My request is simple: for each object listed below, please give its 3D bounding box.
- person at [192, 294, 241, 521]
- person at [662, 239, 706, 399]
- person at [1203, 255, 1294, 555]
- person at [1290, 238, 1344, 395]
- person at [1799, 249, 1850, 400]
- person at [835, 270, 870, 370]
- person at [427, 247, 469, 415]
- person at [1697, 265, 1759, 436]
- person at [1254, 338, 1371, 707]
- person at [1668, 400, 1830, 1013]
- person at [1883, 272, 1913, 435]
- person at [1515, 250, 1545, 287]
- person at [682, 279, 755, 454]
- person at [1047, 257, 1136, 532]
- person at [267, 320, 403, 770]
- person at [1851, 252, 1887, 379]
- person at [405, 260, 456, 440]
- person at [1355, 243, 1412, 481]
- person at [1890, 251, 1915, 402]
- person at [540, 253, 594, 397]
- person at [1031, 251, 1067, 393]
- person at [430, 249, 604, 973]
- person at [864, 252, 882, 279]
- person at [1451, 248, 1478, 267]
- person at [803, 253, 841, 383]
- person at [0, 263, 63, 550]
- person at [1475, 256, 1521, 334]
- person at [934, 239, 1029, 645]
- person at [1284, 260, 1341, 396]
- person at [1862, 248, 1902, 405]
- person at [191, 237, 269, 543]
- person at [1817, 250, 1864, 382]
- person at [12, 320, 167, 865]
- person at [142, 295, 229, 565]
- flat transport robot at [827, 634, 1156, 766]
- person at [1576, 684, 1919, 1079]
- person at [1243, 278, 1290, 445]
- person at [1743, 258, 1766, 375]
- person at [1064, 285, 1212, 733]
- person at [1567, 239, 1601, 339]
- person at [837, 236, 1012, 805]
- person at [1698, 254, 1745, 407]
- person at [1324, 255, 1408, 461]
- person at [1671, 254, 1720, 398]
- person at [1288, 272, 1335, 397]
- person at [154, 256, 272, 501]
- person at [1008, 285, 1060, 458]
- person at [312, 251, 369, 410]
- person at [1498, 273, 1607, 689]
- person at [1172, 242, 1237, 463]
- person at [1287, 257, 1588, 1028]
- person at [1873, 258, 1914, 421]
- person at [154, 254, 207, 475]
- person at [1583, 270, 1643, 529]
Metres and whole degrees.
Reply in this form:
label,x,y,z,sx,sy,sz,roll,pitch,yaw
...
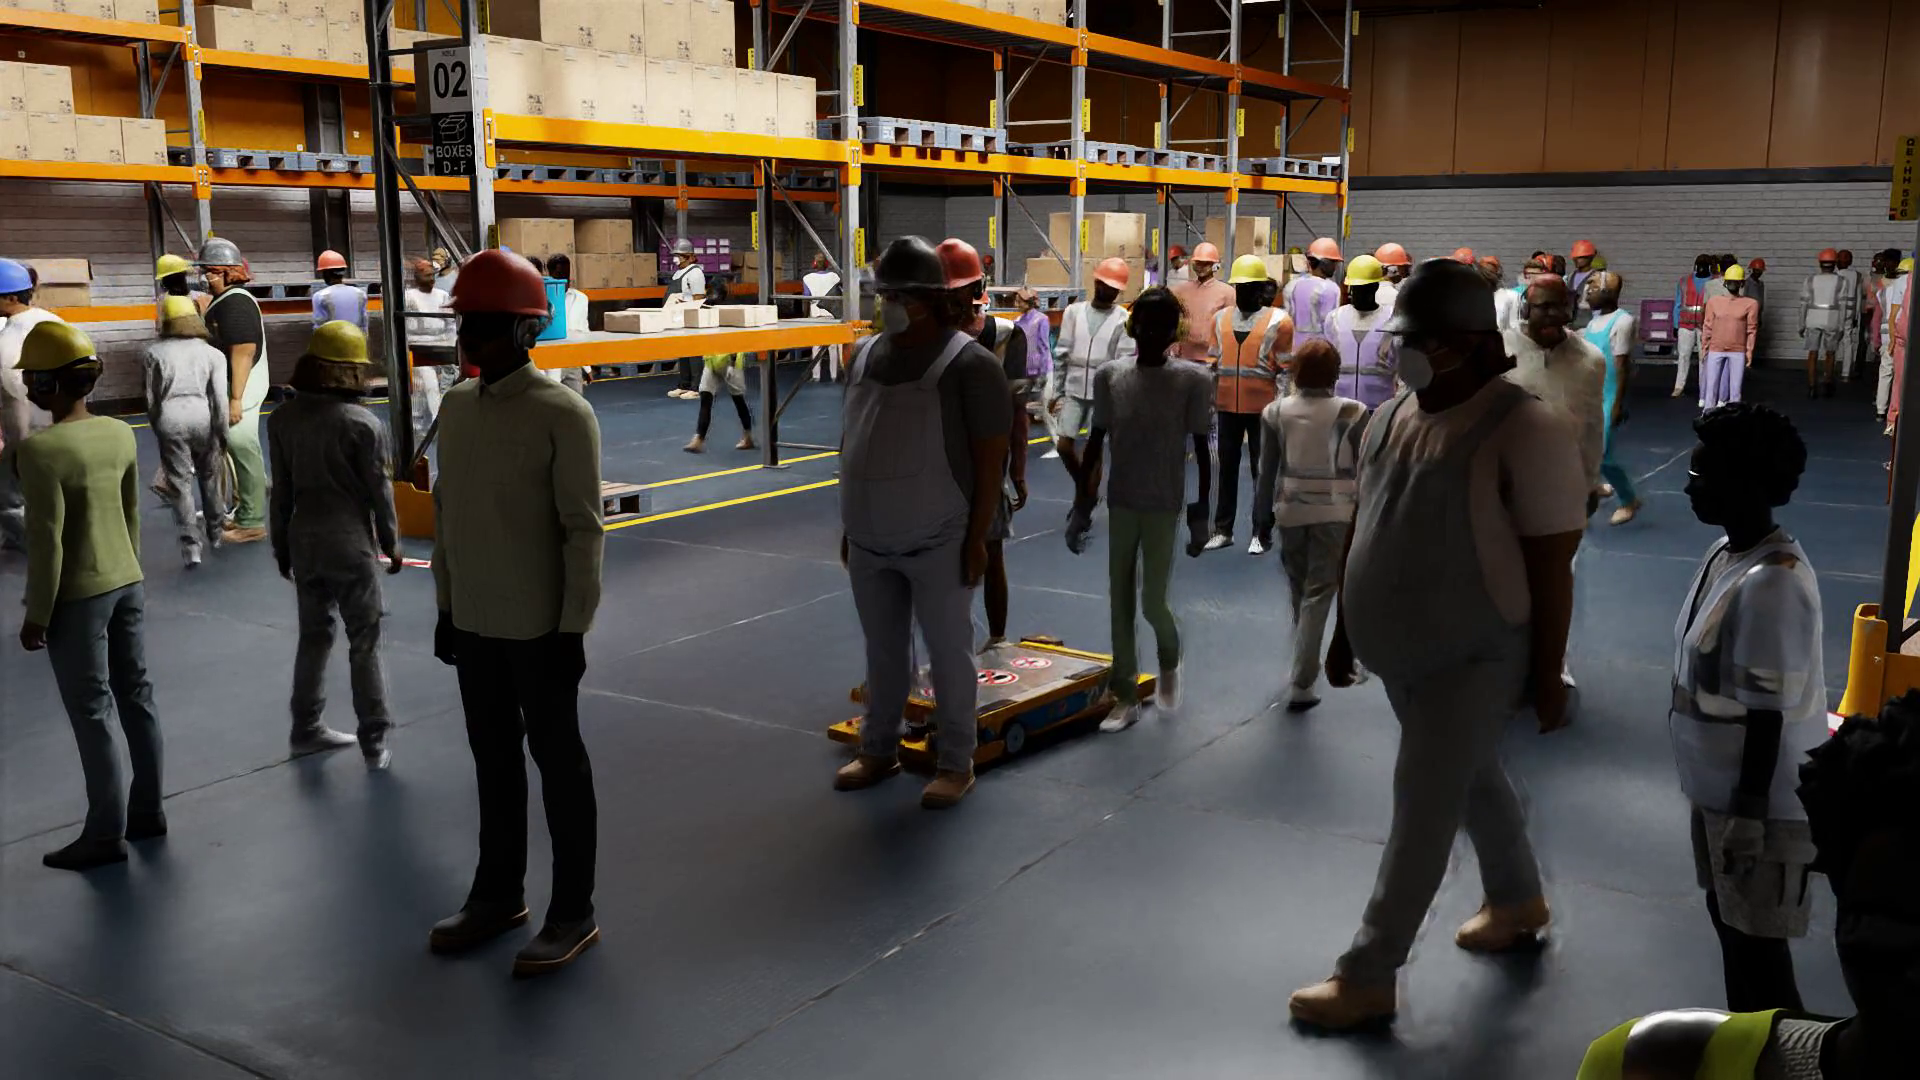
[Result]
label,x,y,z,sx,sy,sz,roll,pitch,yaw
person,-5.389,-0.953,12.039,0.497,1.634,0.278,6,12,31
person,-3.541,-2.824,21.281,0.537,2.000,0.679,-6,12,-31
person,1.850,-0.872,10.774,0.587,1.928,0.363,6,12,31
person,3.101,-1.581,14.394,0.396,2.038,0.615,-4,11,-19
person,11.047,-2.755,21.275,0.557,1.899,0.849,7,12,33
person,-1.663,-3.484,25.593,0.646,1.799,0.914,0,10,3
person,-5.914,-2.393,19.174,0.631,1.940,0.372,6,12,31
person,7.902,-1.937,17.119,0.524,1.772,0.301,6,12,31
person,1.582,-0.090,7.379,0.506,1.596,0.808,7,12,35
person,1.708,0.541,3.635,0.323,1.685,0.546,2,10,12
person,9.924,-2.074,17.120,0.683,2.000,0.538,6,12,31
person,8.042,-3.103,23.269,0.600,1.888,0.905,2,10,8
person,-2.281,-1.650,15.847,0.539,1.650,0.874,6,12,31
person,0.929,-1.005,11.597,0.615,1.908,0.491,4,11,20
person,-2.395,0.021,6.393,0.508,1.725,0.348,3,11,18
person,13.338,-3.259,24.226,0.567,1.847,0.389,6,12,31
person,-5.324,-1.871,16.613,1.014,1.837,0.576,7,12,34
person,3.404,-1.371,13.349,0.379,1.996,0.608,-3,11,-17
person,11.786,-2.647,20.558,0.409,1.943,0.614,4,11,23
person,-3.439,-1.494,14.289,0.390,1.911,0.584,9,14,41
person,1.146,-2.866,21.974,0.655,1.871,0.704,-6,12,-28
person,-1.252,0.199,4.647,0.611,1.997,0.375,6,12,31
person,-1.548,-4.294,30.064,0.506,1.809,0.614,6,12,29
person,5.376,-2.175,17.964,0.374,1.939,0.545,-4,11,-23
person,-1.949,-3.149,23.641,0.562,1.838,0.390,-3,11,-17
person,-6.109,-0.850,10.810,0.626,1.881,0.509,-8,13,-39
person,4.809,-1.647,15.222,0.583,1.877,0.356,4,11,19
person,0.000,-0.328,7.502,0.612,2.029,0.409,1,10,6
person,3.937,-2.253,18.642,0.642,1.855,0.986,3,11,15
person,11.476,-2.625,20.485,0.622,1.934,0.623,10,14,43
person,-4.938,-1.004,11.194,0.537,2.000,0.674,-4,11,-22
person,12.517,-3.176,23.666,0.573,1.883,0.353,-1,10,-3
person,-2.858,0.175,5.420,0.315,1.770,0.524,1,10,7
person,-4.905,-0.707,10.574,0.486,1.673,0.954,-6,12,-28
flat transport robot,0.167,0.647,6.950,0.652,0.197,1.431,8,13,37
person,0.708,0.945,1.339,0.535,1.699,0.318,6,12,31
person,2.949,-1.709,16.169,0.551,1.653,0.873,0,10,-2
person,11.921,-3.357,25.036,0.564,1.748,0.339,-7,12,-35
person,0.733,-0.118,6.841,0.568,1.847,0.430,5,11,26
person,7.332,-2.526,19.651,0.443,2.023,0.639,-3,11,-19
person,-0.194,-0.064,5.982,0.692,2.000,0.537,7,12,32
person,9.215,-2.524,20.134,0.327,1.861,0.502,-10,14,-44
person,2.649,-0.905,10.967,0.593,1.922,0.384,6,12,30
person,9.493,-2.747,21.399,0.627,1.847,0.429,6,12,31
person,4.528,-2.784,21.262,1.013,1.962,0.619,-8,13,-37
person,-5.728,-1.226,12.751,0.968,1.938,0.681,-7,12,-32
person,0.651,-1.577,15.574,0.422,1.615,0.659,-6,12,-31
person,-5.794,-1.731,15.553,0.389,1.924,0.556,8,13,39
person,2.684,-0.313,7.822,0.660,1.879,0.879,1,10,5
person,2.210,-1.702,15.182,0.611,1.997,0.375,6,12,31
person,1.320,0.210,4.469,1.030,2.000,0.697,-5,11,-24
person,10.473,-2.211,18.485,0.404,1.825,0.586,-8,13,-38
person,-6.668,-1.520,14.444,0.617,1.896,0.497,3,11,16
person,4.465,-0.961,11.579,0.549,1.812,0.555,-2,10,-11
